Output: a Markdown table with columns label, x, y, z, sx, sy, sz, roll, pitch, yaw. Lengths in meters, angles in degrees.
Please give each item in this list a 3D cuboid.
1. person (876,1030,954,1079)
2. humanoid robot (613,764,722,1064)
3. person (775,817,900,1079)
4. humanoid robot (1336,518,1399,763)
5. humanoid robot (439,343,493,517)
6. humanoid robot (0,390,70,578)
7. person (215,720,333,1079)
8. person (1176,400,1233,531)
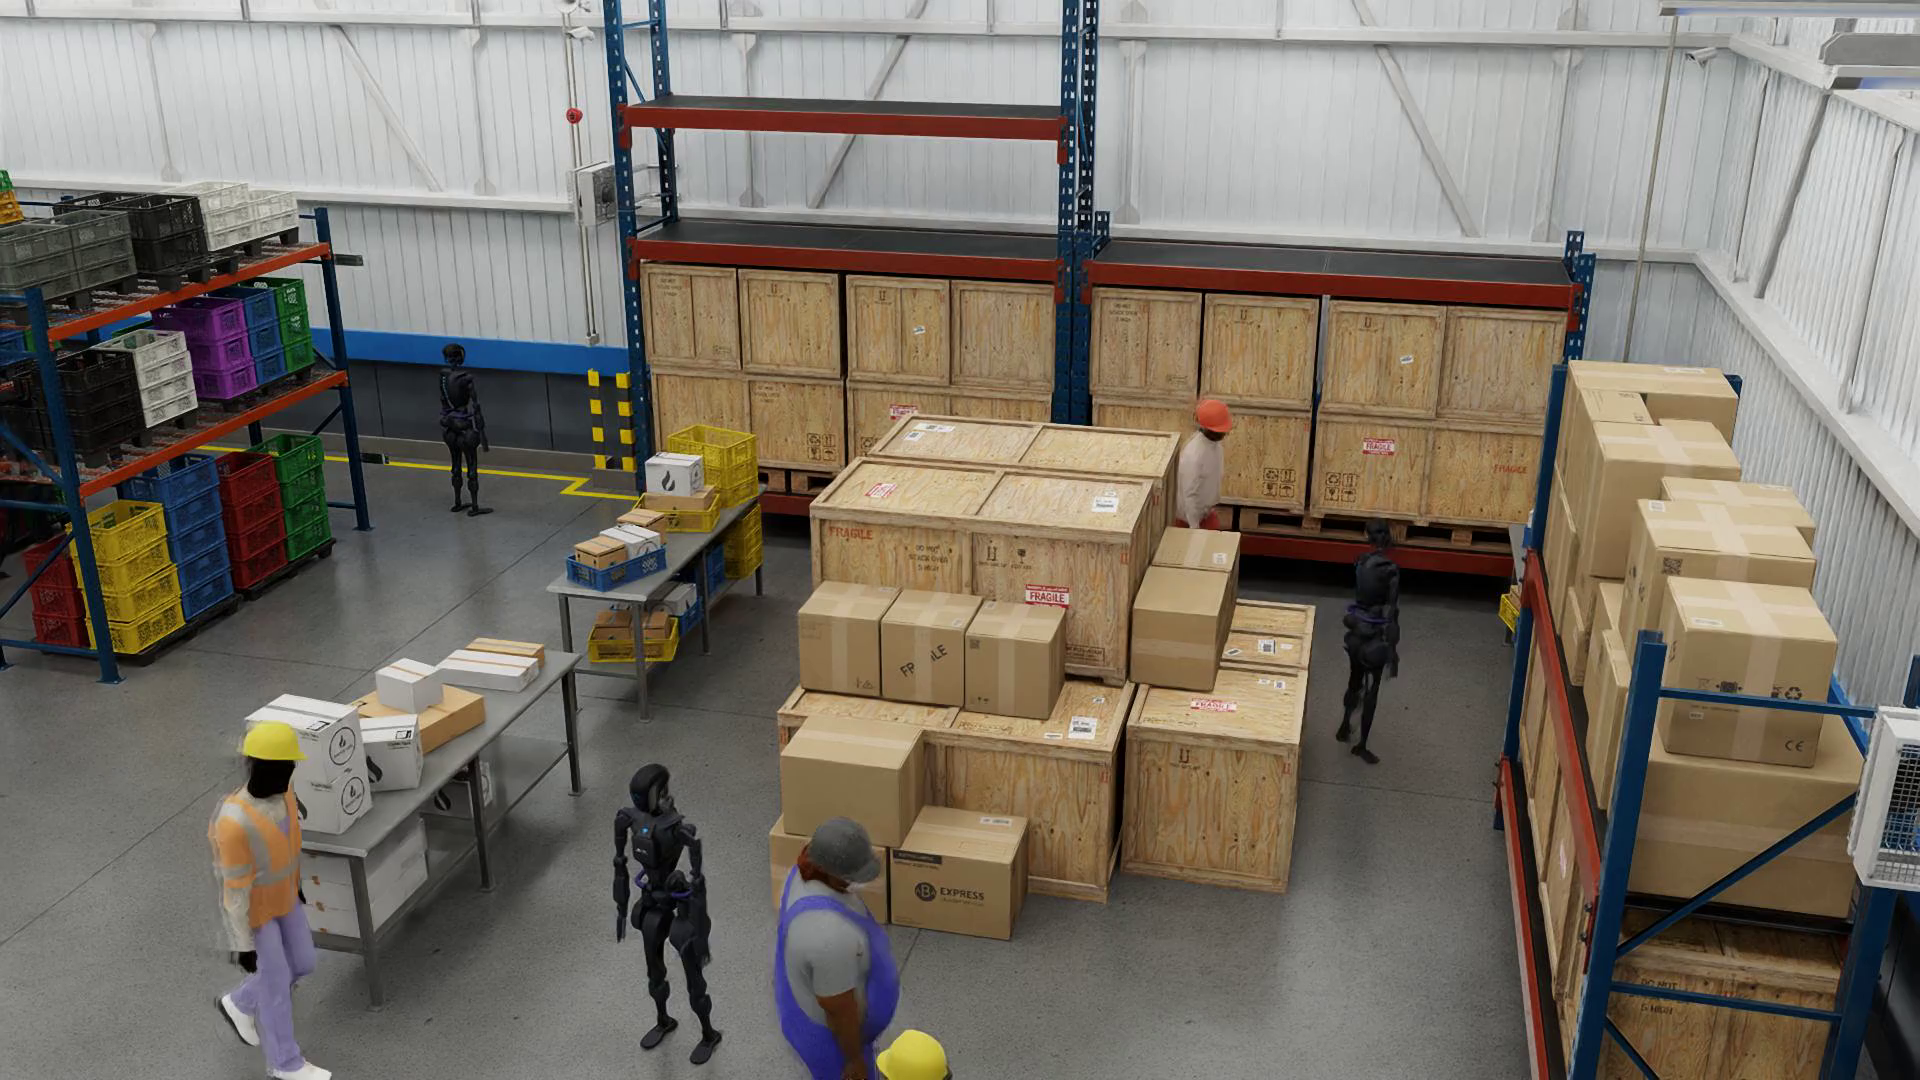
| label | x | y | z | sx | sy | sz | roll | pitch | yaw |
| --- | --- | --- | --- | --- | --- | --- | --- | --- | --- |
| person | -0.152 | 2.577 | 6.200 | 0.531 | 1.772 | 0.298 | -19 | 28 | -40 |
| humanoid robot | -1.456 | 1.845 | 8.243 | 0.573 | 1.647 | 0.370 | 10 | 23 | 24 |
| person | -0.582 | 2.036 | 7.241 | 0.639 | 2.000 | 0.773 | -7 | 22 | -17 |
| humanoid robot | 2.834 | 0.667 | 11.357 | 0.352 | 1.641 | 0.657 | -5 | 21 | -12 |
| humanoid robot | -4.729 | -1.065 | 15.841 | 0.586 | 1.657 | 0.330 | 15 | 25 | 33 |
| humanoid robot | -8.209 | -0.475 | 14.389 | 0.563 | 1.643 | 0.701 | 8 | 22 | 19 |
| person | -3.436 | 1.779 | 8.127 | 0.586 | 1.890 | 0.684 | 4 | 21 | 9 |
| person | 1.888 | -0.206 | 13.232 | 0.740 | 1.945 | 0.636 | 14 | 25 | 32 |
